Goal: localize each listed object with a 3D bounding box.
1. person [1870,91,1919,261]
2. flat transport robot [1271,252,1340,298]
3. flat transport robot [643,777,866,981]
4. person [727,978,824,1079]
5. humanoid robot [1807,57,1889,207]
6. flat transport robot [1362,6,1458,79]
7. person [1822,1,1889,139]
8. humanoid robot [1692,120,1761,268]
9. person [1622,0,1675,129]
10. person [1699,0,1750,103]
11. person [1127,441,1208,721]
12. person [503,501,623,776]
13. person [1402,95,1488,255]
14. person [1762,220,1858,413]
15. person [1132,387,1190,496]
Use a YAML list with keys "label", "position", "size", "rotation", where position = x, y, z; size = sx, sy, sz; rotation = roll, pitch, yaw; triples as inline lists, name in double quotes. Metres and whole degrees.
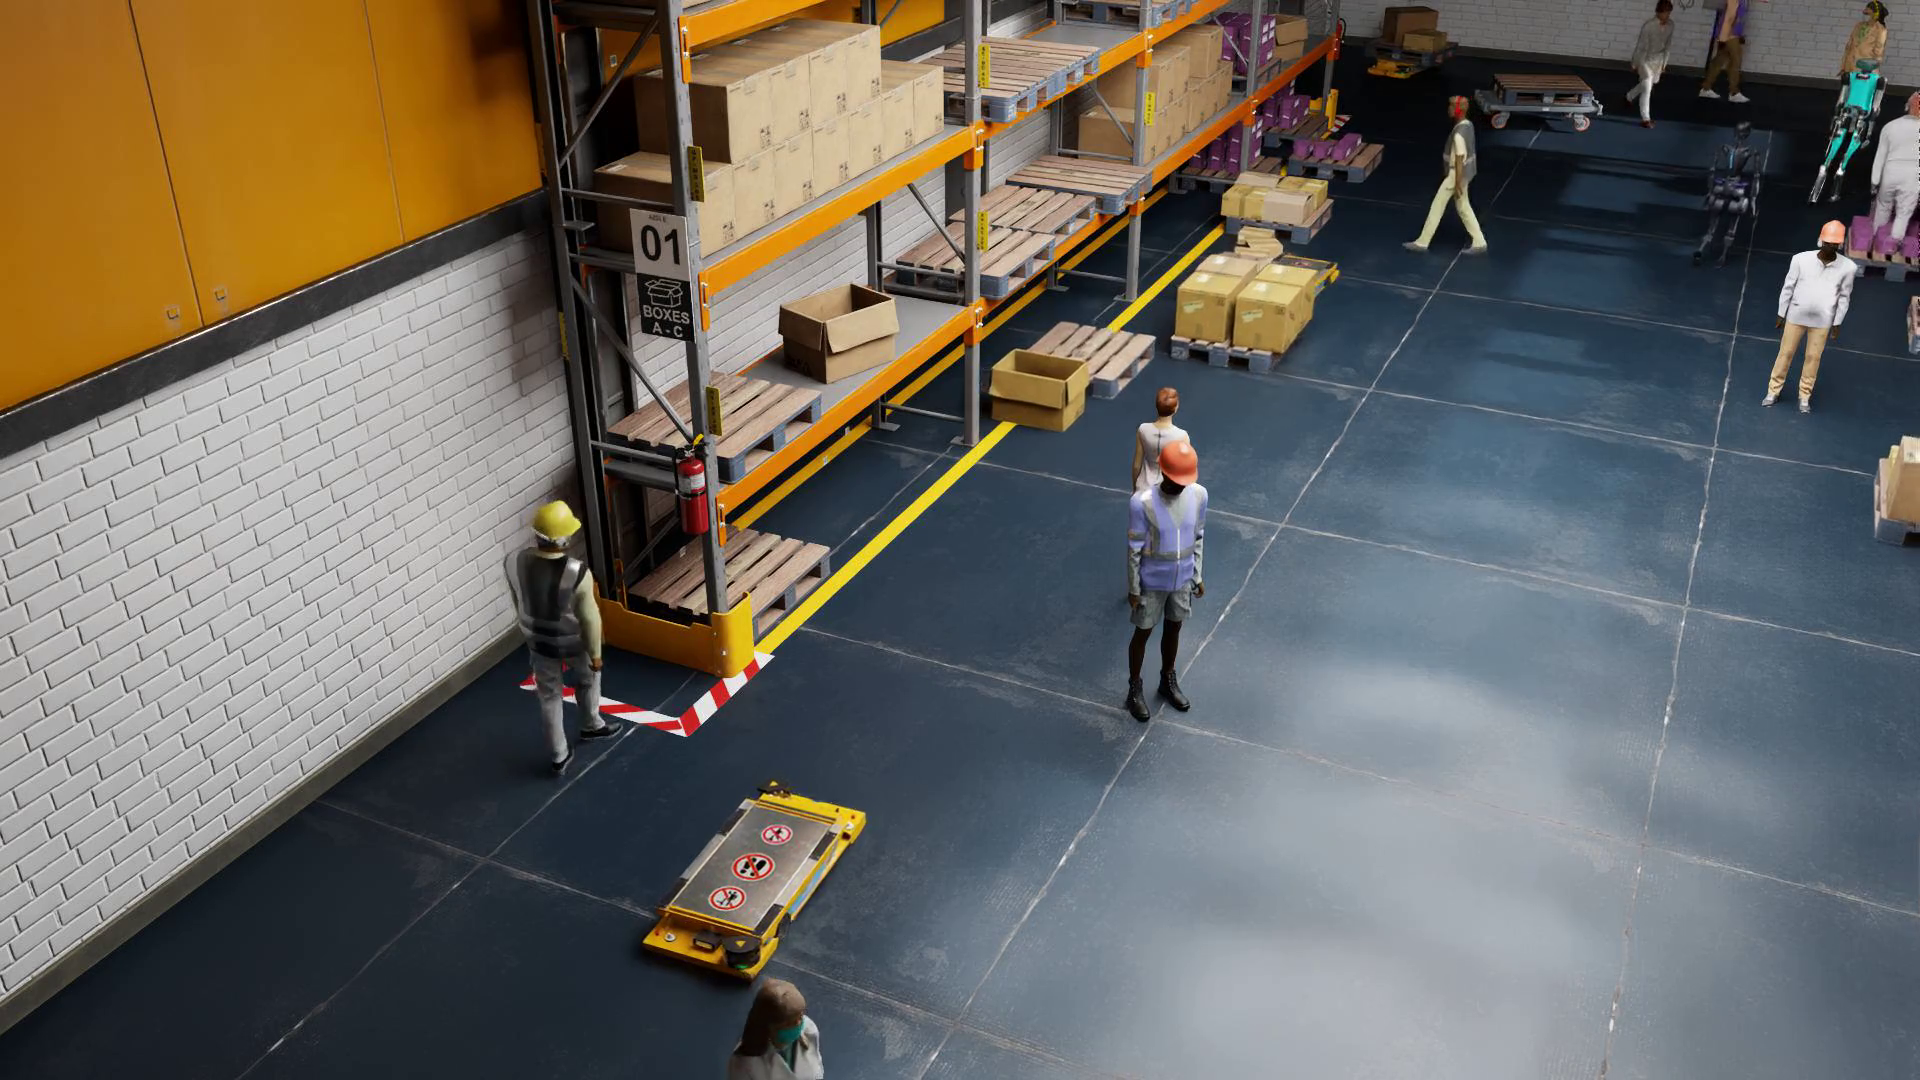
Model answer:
- label: "person"
  position: [10.467, -4.022, 18.493]
  size: [0.627, 1.876, 0.819]
  rotation: [16, 32, 27]
- label: "flat transport robot"
  position: [3.544, -2.749, 17.825]
  size: [0.659, 0.231, 1.431]
  rotation: [14, 32, 25]
- label: "flat transport robot"
  position: [-1.118, 1.858, 9.284]
  size: [0.659, 0.231, 1.431]
  rotation: [11, 30, 19]
- label: "person"
  position: [-0.770, 2.419, 6.817]
  size: [0.491, 1.623, 0.860]
  rotation: [-20, 34, -32]
- label: "humanoid robot"
  position: [10.796, -4.909, 20.374]
  size: [0.854, 1.855, 0.545]
  rotation: [-24, 36, -37]
- label: "flat transport robot"
  position: [7.297, -7.783, 27.159]
  size: [0.659, 0.231, 1.431]
  rotation: [22, 35, 35]
- label: "person"
  position: [12.556, -6.560, 23.204]
  size: [0.402, 1.876, 0.552]
  rotation: [-14, 31, -24]
- label: "humanoid robot"
  position: [8.436, -3.780, 18.258]
  size: [0.501, 1.636, 0.590]
  rotation: [-25, 37, -38]
- label: "person"
  position: [9.908, -6.914, 23.967]
  size: [0.533, 1.783, 0.901]
  rotation: [-6, 29, -11]
- label: "person"
  position: [11.744, -7.581, 25.059]
  size: [0.871, 1.899, 0.569]
  rotation: [17, 33, 29]
- label: "person"
  position: [1.310, 0.246, 10.526]
  size: [0.542, 1.928, 0.368]
  rotation: [-11, 30, -19]
- label: "person"
  position: [-2.410, 0.561, 10.067]
  size: [0.636, 1.799, 0.601]
  rotation: [6, 29, 12]
- label: "person"
  position: [5.593, -4.087, 18.694]
  size: [0.930, 1.800, 0.566]
  rotation: [13, 31, 23]
- label: "person"
  position: [7.608, -2.004, 14.875]
  size: [0.562, 1.755, 0.319]
  rotation: [13, 31, 23]
- label: "person"
  position: [1.433, -0.310, 11.835]
  size: [0.455, 1.660, 0.281]
  rotation: [11, 30, 20]
